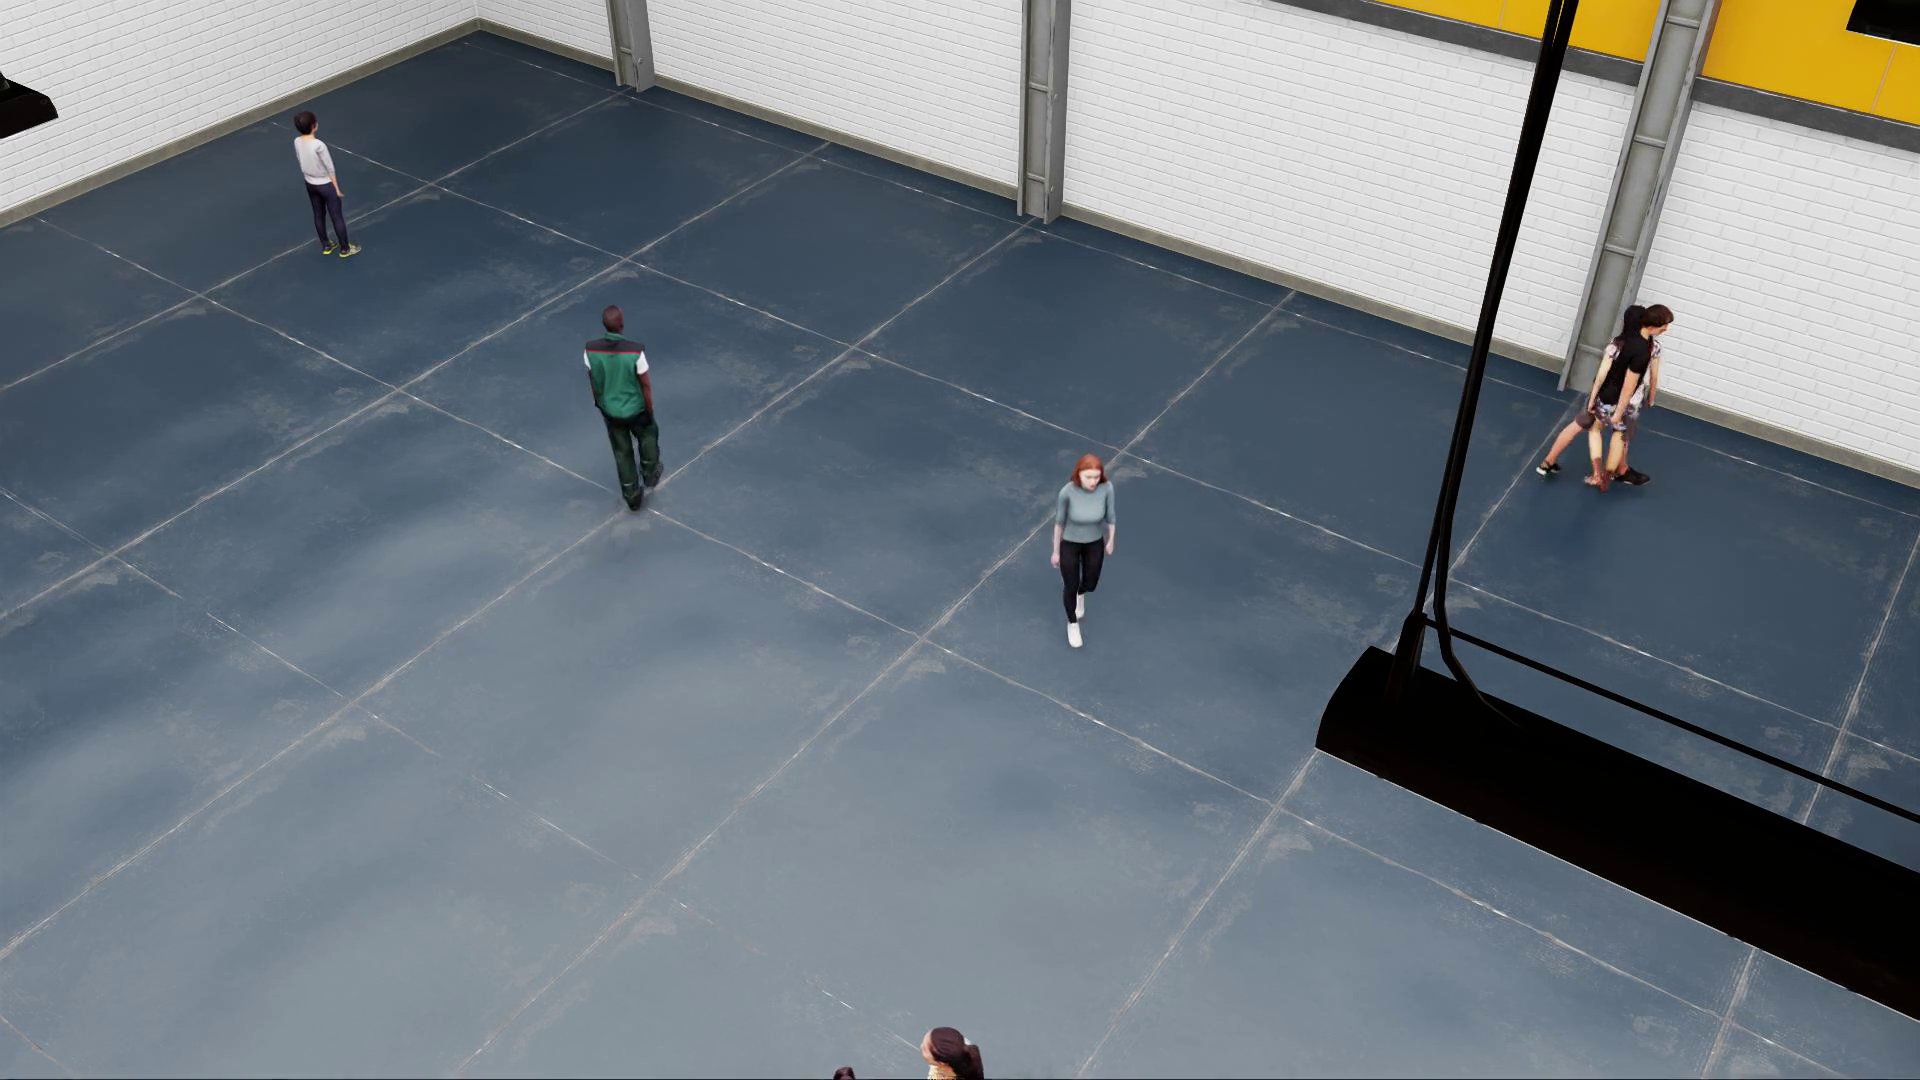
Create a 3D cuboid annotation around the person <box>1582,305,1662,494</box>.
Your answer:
[{"bbox_3d":[5.414,-1.090,13.641,0.713,1.729,0.857,11,40,13],"label":"person"}]

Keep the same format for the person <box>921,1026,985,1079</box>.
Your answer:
[{"bbox_3d":[0.042,3.045,8.556,1.018,1.613,0.861,6,39,8],"label":"person"}]

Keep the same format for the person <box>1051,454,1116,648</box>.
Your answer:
[{"bbox_3d":[0.875,0.002,12.275,0.838,1.727,0.894,-3,39,-3],"label":"person"}]

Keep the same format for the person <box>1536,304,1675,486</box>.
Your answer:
[{"bbox_3d":[5.305,-1.201,13.722,1.268,1.802,1.133,-5,39,-6],"label":"person"}]

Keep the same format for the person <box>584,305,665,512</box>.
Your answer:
[{"bbox_3d":[-2.744,-1.019,13.479,0.951,1.820,0.981,3,39,3],"label":"person"}]

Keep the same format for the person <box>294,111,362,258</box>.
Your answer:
[{"bbox_3d":[-6.525,-3.632,16.965,0.488,1.552,0.650,15,41,18],"label":"person"}]
